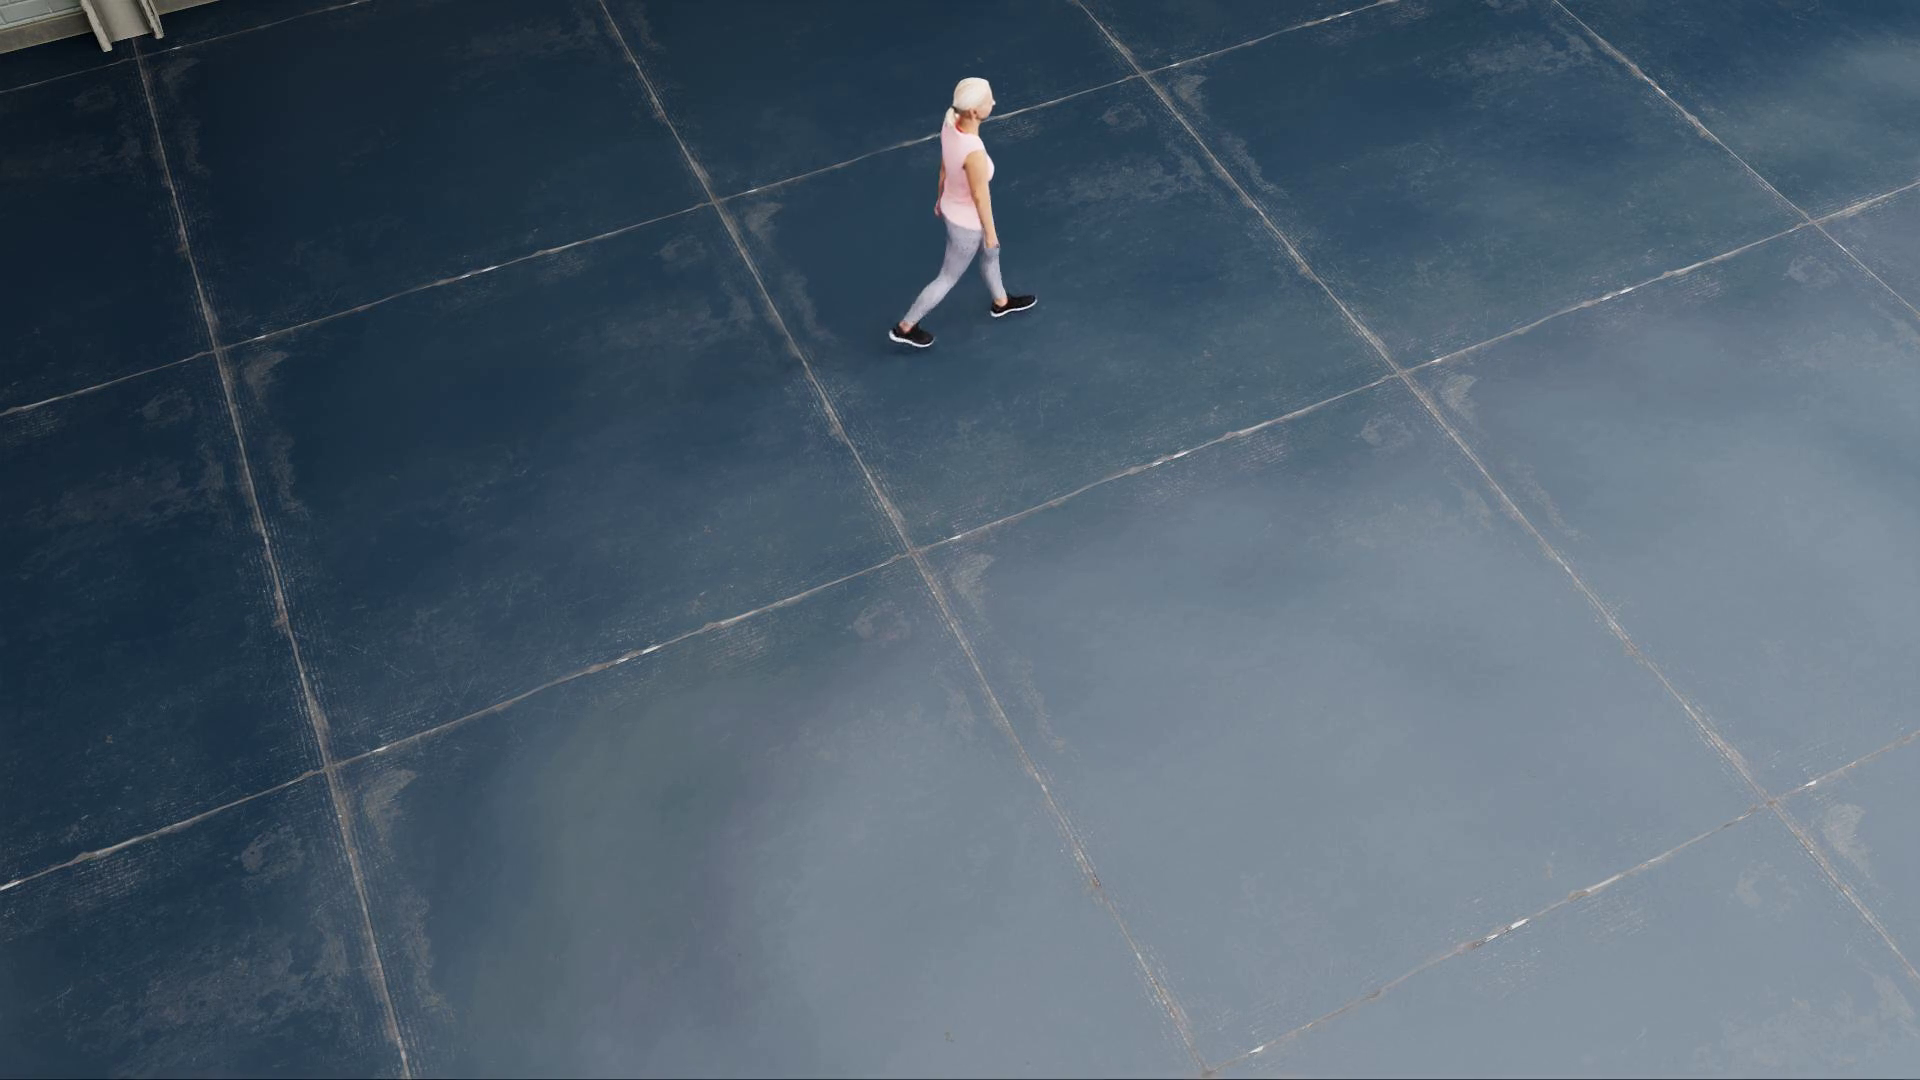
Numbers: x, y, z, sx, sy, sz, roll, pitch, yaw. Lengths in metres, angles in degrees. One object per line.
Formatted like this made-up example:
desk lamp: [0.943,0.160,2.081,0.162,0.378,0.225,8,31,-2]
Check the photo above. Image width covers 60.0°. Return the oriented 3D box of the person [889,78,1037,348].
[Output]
person: [-0.058,-1.693,8.857,1.142,1.693,0.628,-15,54,-11]
